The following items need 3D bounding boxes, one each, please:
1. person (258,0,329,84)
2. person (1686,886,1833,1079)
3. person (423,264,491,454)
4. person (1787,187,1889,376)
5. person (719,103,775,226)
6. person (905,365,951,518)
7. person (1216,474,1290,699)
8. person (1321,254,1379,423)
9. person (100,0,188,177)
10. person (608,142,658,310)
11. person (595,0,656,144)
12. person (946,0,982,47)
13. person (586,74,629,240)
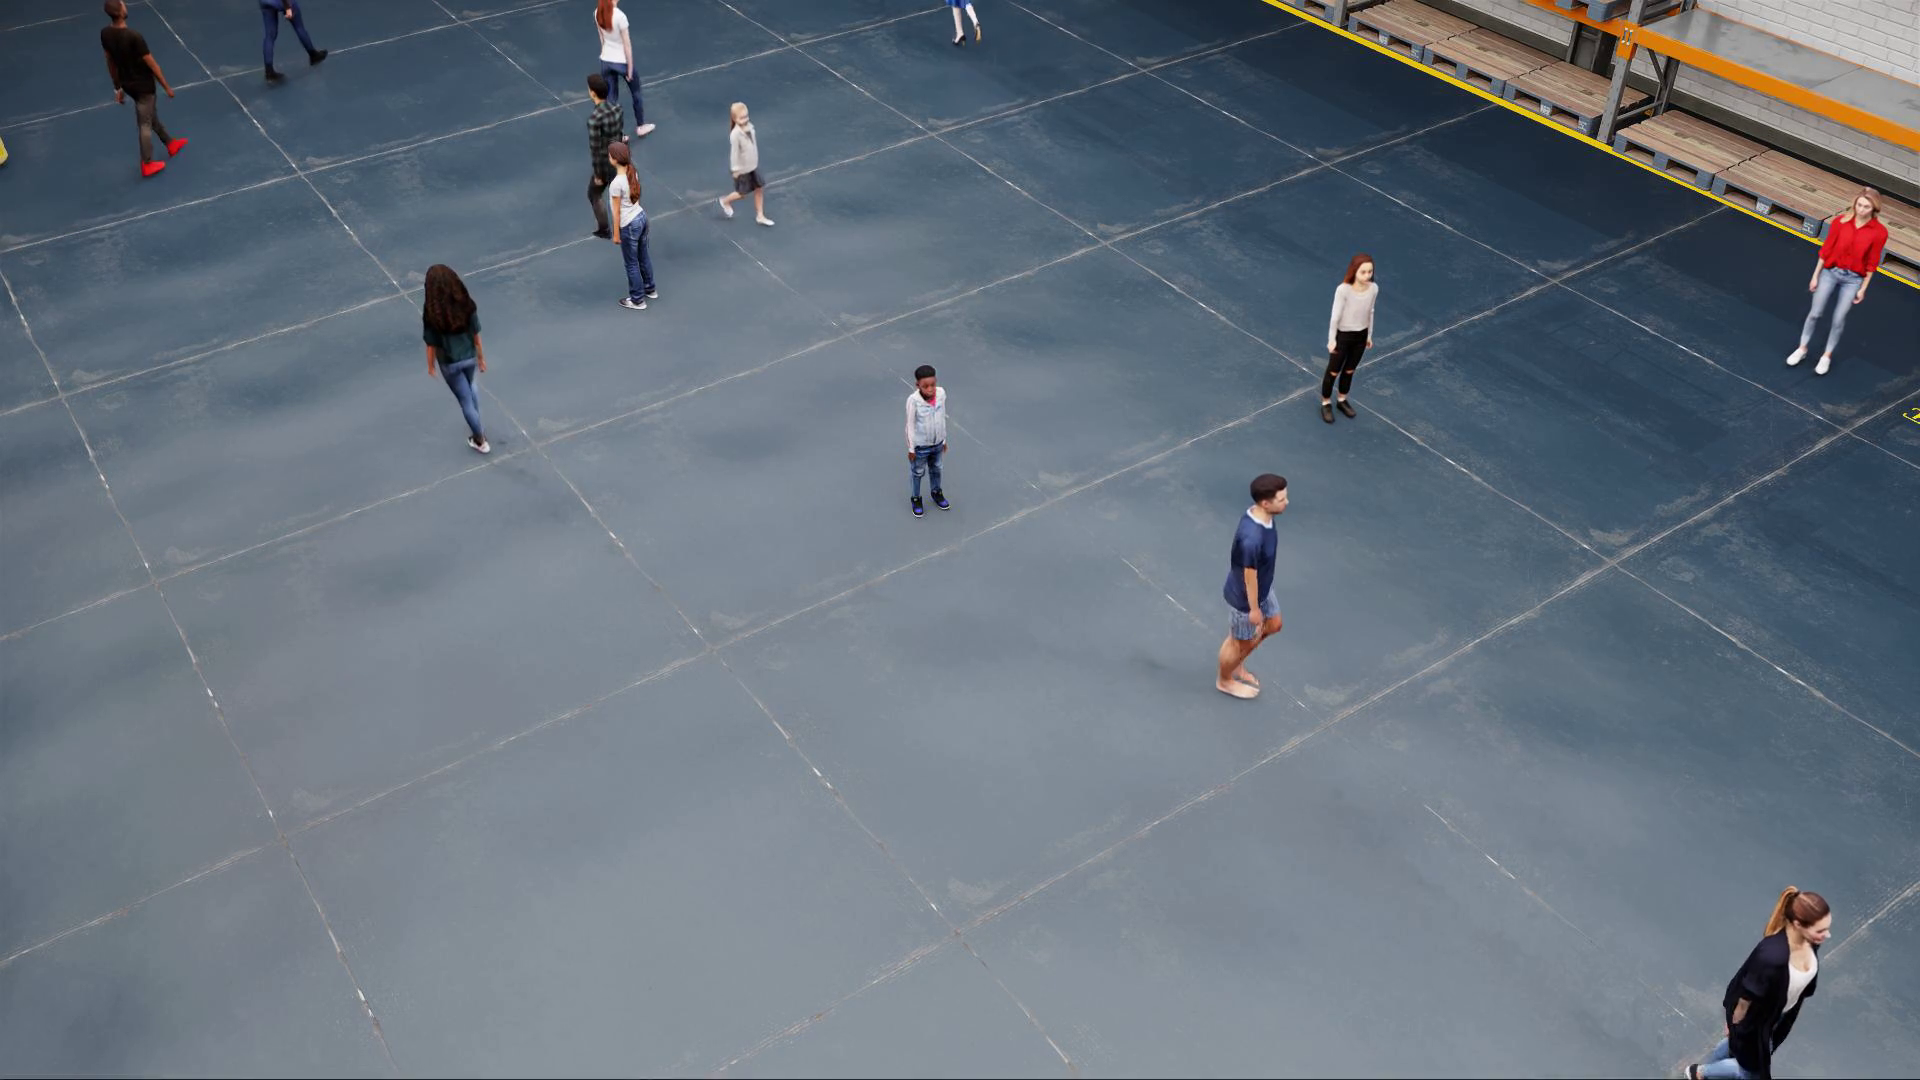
[{"bbox_3d":[-7.778,-6.002,18.752,1.172,1.698,1.094,15,41,18],"label":"person"},{"bbox_3d":[3.949,2.298,8.376,0.605,1.676,0.651,-23,44,-26],"label":"person"},{"bbox_3d":[-3.900,-1.379,13.043,0.642,1.599,0.793,-31,48,-33],"label":"person"},{"bbox_3d":[7.414,-2.189,13.977,0.583,1.698,0.746,25,45,28],"label":"person"},{"bbox_3d":[-2.128,-3.652,16.161,0.872,1.259,0.697,20,43,23],"label":"person"},{"bbox_3d":[-0.250,-0.777,12.560,0.508,1.261,0.529,-17,42,-20],"label":"person"},{"bbox_3d":[1.798,0.296,10.754,0.790,1.836,0.756,14,41,16],"label":"person"},{"bbox_3d":[3.154,-1.659,13.485,0.596,1.484,0.577,-11,40,-13],"label":"person"},{"bbox_3d":[-8.401,-4.552,16.874,1.069,1.775,1.076,12,40,14],"label":"person"},{"bbox_3d":[-2.947,-2.830,14.889,0.657,1.562,0.618,15,41,17],"label":"person"},{"bbox_3d":[-3.638,-4.923,17.388,0.874,1.715,0.893,12,40,14],"label":"person"},{"bbox_3d":[0.038,-6.581,19.383,0.617,1.815,0.784,-24,44,-27],"label":"person"},{"bbox_3d":[-3.301,-3.582,15.855,0.865,1.698,0.850,19,42,22],"label":"person"}]
